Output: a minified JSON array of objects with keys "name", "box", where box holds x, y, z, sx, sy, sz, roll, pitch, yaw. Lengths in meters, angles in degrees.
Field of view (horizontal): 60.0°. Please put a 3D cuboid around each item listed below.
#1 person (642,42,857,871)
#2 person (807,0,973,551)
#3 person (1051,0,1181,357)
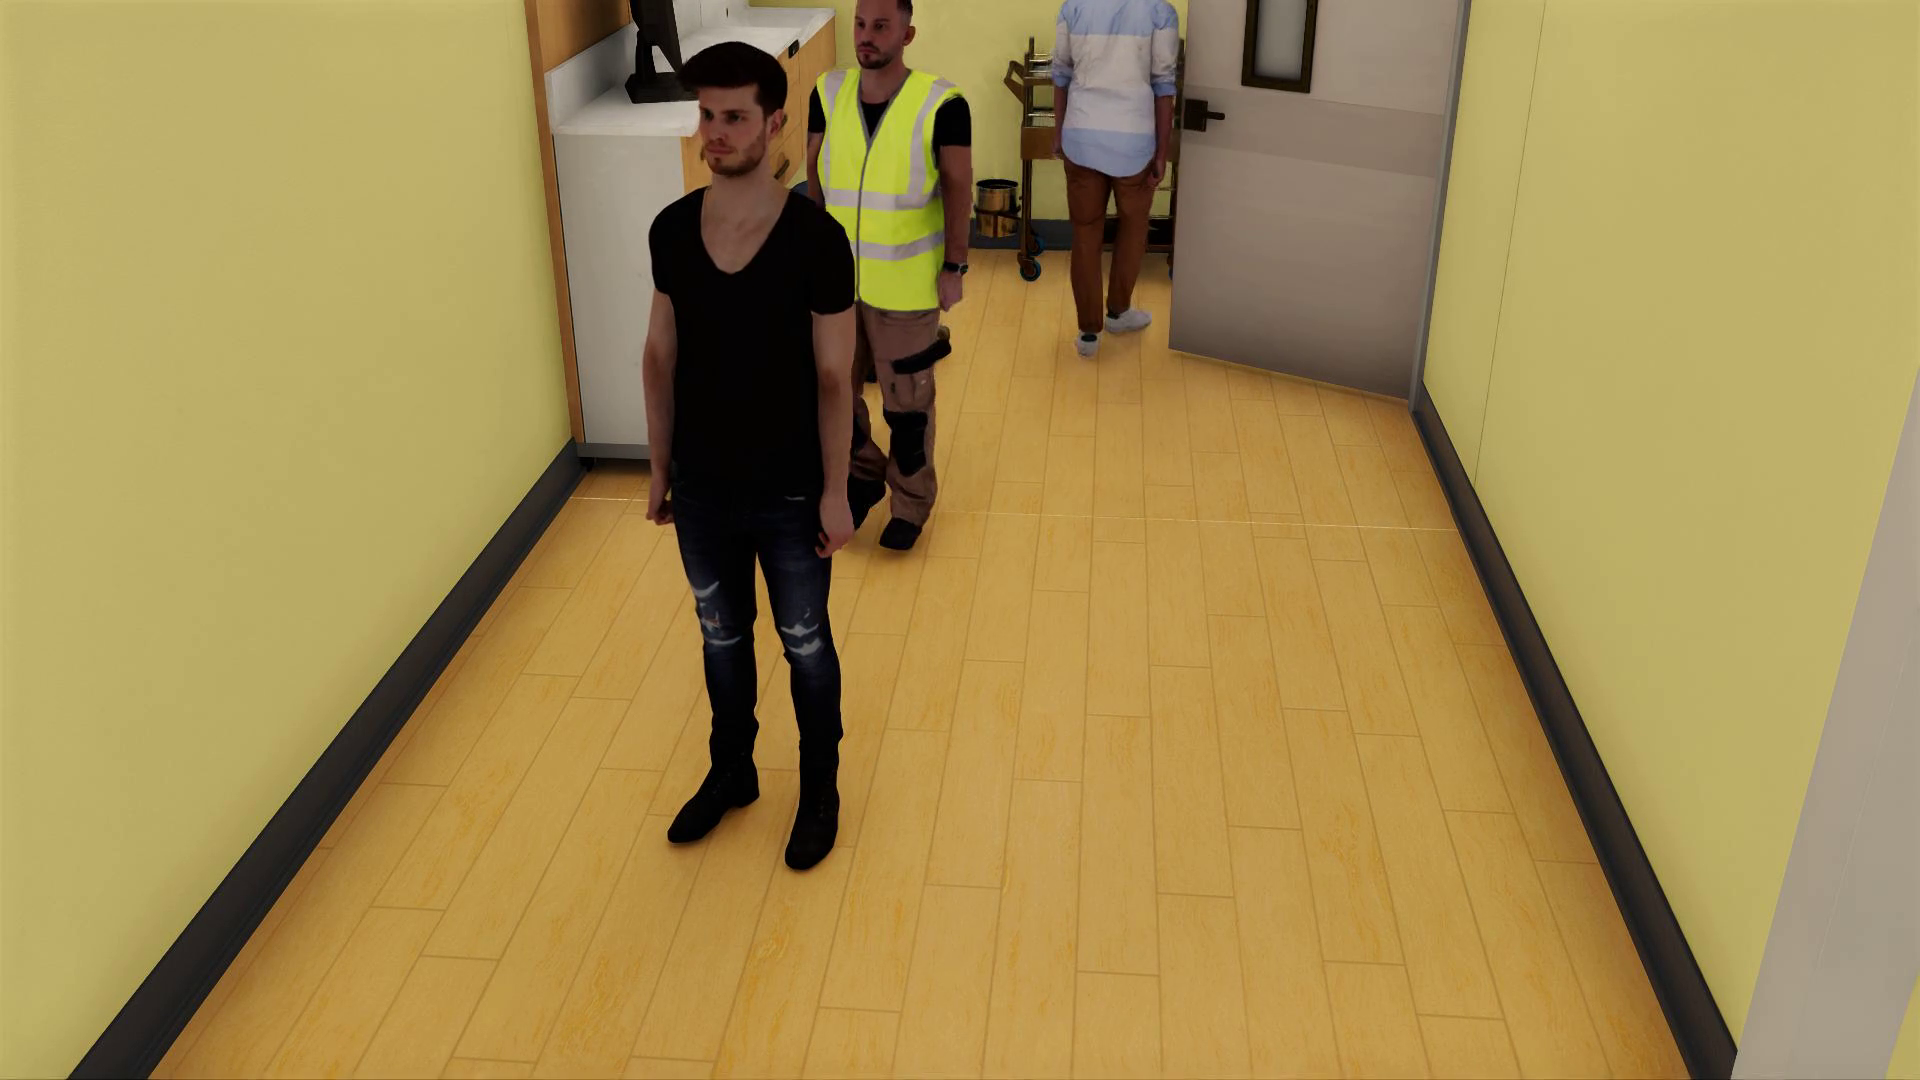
[{"name":"person","box":[-0.463,-0.153,3.768,0.598,1.897,0.777,8,27,16]},{"name":"person","box":[-0.222,-0.862,5.309,0.727,1.835,0.849,8,27,16]},{"name":"person","box":[0.622,-1.644,6.974,0.780,1.796,0.848,5,26,10]}]
